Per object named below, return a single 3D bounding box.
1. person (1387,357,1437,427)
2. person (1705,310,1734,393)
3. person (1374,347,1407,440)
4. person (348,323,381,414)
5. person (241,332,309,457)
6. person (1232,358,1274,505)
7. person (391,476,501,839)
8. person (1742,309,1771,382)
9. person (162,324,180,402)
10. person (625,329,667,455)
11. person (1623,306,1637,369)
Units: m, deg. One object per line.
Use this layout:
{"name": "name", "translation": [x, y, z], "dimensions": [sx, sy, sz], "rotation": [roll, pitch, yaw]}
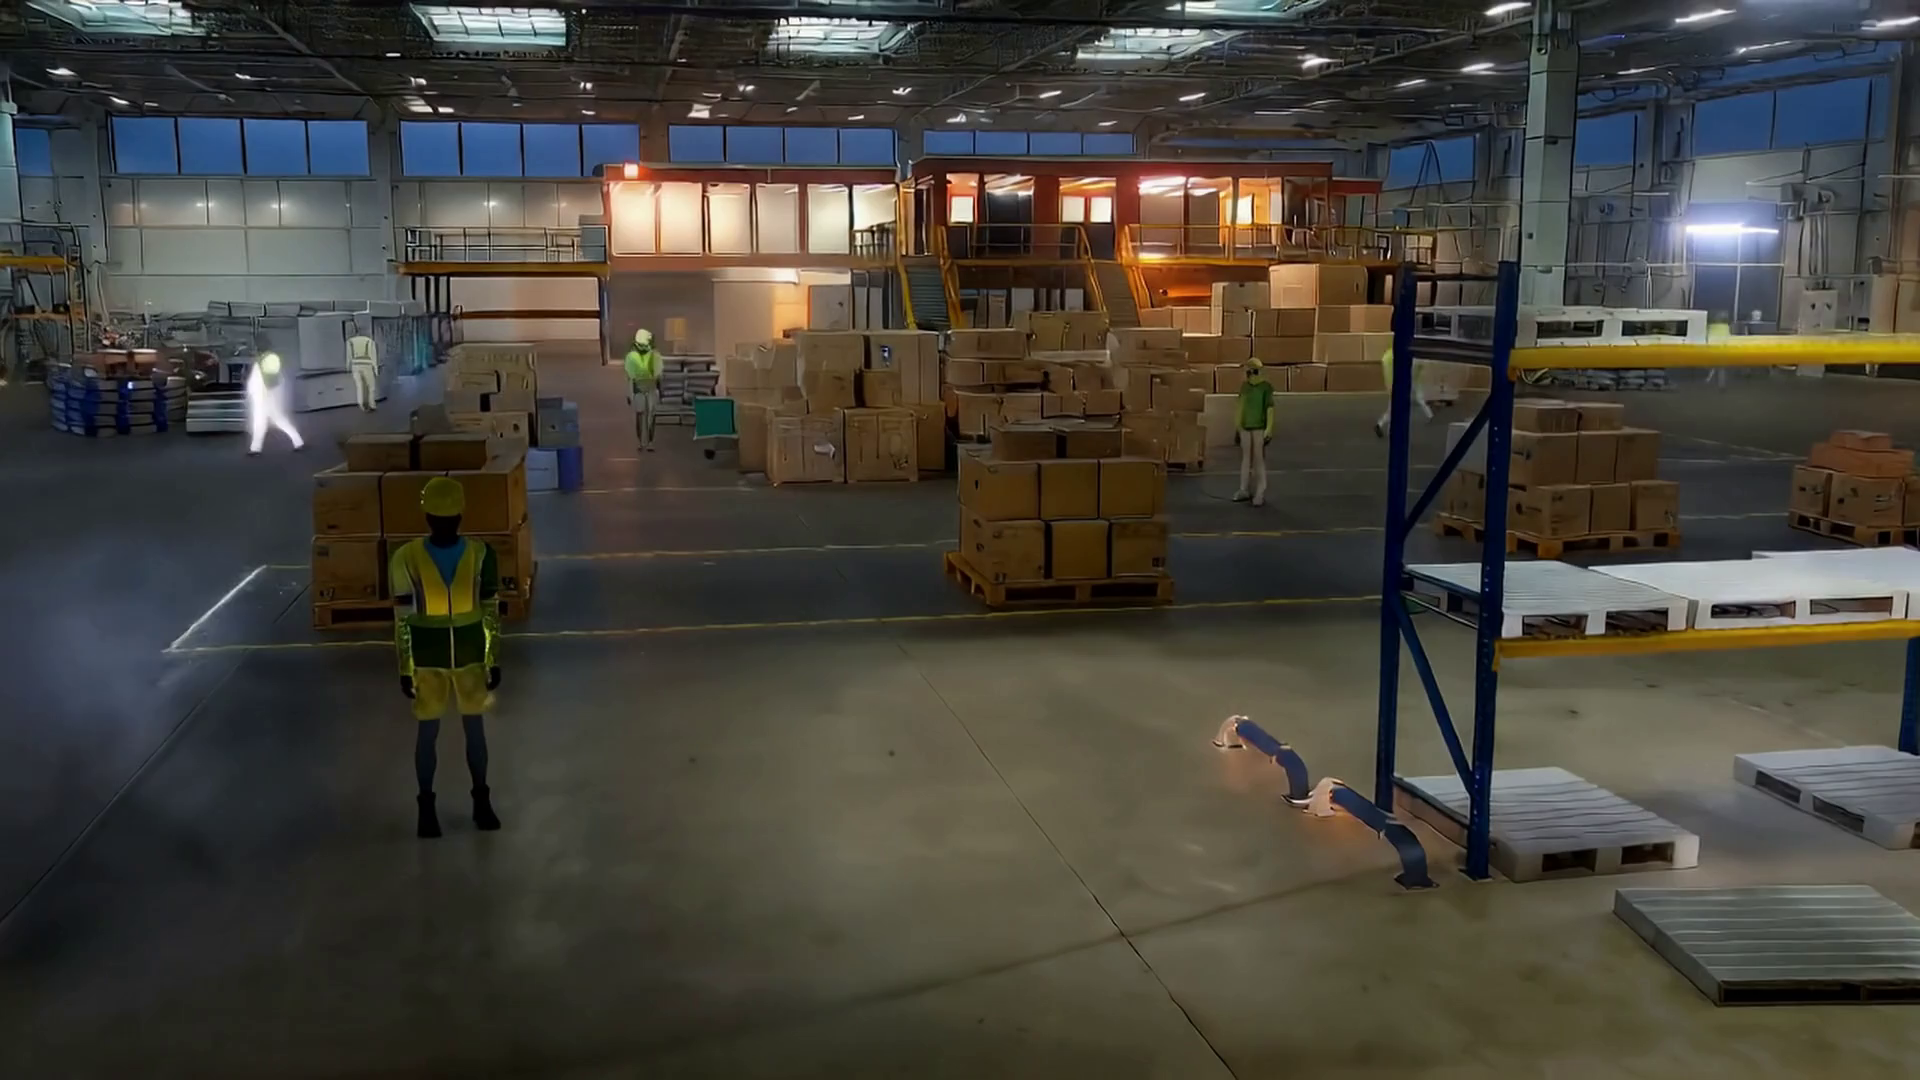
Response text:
{"name": "person", "translation": [8.546, -3.027, 31.342], "dimensions": [0.906, 1.813, 0.627], "rotation": [6, 11, 34]}
{"name": "person", "translation": [18.263, -4.523, 39.925], "dimensions": [0.455, 1.983, 0.619], "rotation": [-5, 11, -28]}
{"name": "person", "translation": [7.431, -2.603, 28.392], "dimensions": [0.505, 1.926, 0.649], "rotation": [8, 13, 42]}
{"name": "person", "translation": [-12.244, -3.534, 34.229], "dimensions": [0.610, 1.866, 0.730], "rotation": [-1, 9, -3]}
{"name": "person", "translation": [-10.937, -2.346, 26.474], "dimensions": [0.962, 2.000, 0.688], "rotation": [-8, 12, -39]}
{"name": "person", "translation": [3.725, -1.380, 21.132], "dimensions": [0.508, 1.865, 0.329], "rotation": [6, 11, 34]}
{"name": "person", "translation": [-2.686, 0.619, 8.768], "dimensions": [0.542, 1.928, 0.399], "rotation": [-4, 10, -24]}
{"name": "person", "translation": [20.980, -5.094, 43.594], "dimensions": [0.855, 1.913, 0.616], "rotation": [3, 10, 17]}
{"name": "person", "translation": [-17.558, -3.917, 36.891], "dimensions": [0.554, 1.750, 0.489], "rotation": [5, 10, 26]}
{"name": "person", "translation": [-5.019, -2.355, 26.628], "dimensions": [0.635, 2.013, 0.815], "rotation": [-2, 10, -12]}
{"name": "person", "translation": [18.697, -5.606, 46.698], "dimensions": [0.542, 1.925, 0.465], "rotation": [-9, 13, -43]}
